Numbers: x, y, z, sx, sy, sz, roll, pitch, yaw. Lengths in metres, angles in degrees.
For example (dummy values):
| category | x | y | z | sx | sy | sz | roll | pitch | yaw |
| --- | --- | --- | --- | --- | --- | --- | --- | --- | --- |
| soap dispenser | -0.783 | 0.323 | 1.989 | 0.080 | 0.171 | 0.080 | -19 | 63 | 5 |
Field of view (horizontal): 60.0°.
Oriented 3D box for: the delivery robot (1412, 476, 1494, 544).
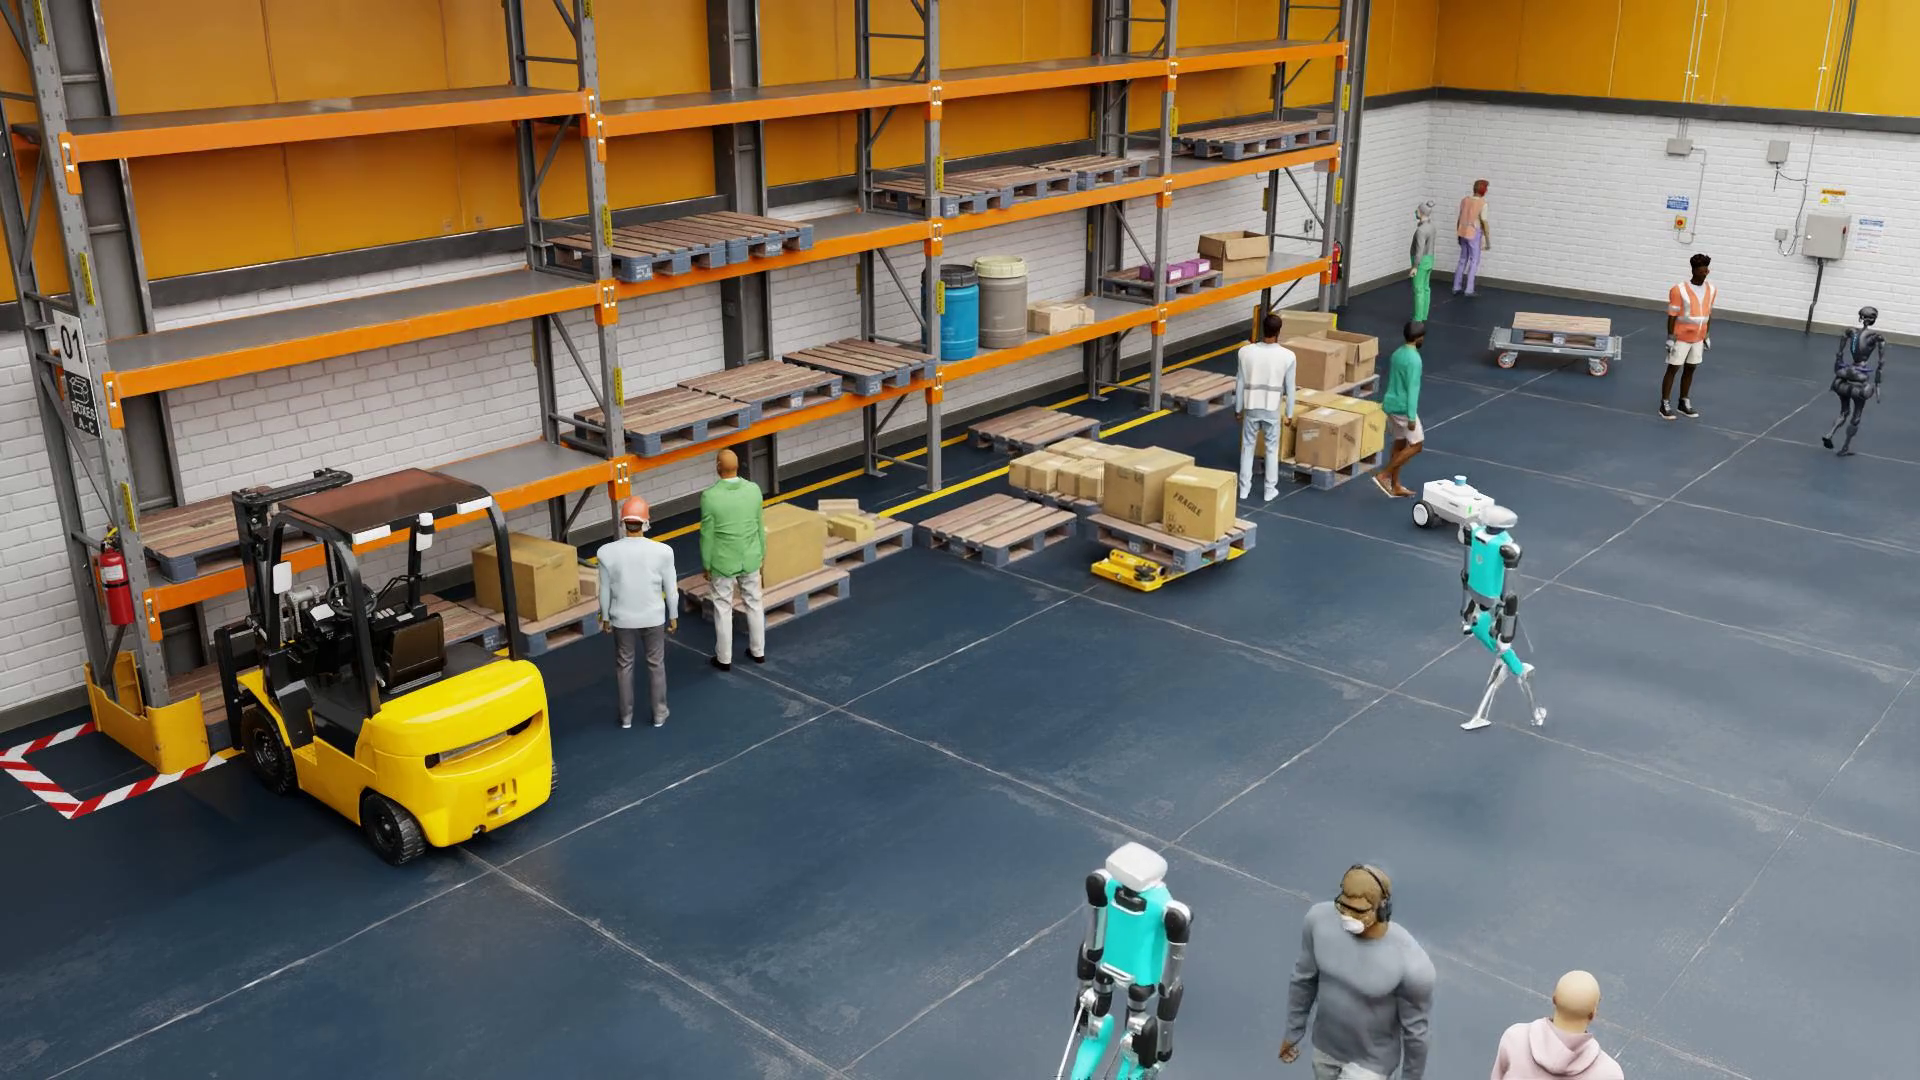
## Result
| category | x | y | z | sx | sy | sz | roll | pitch | yaw |
| --- | --- | --- | --- | --- | --- | --- | --- | --- | --- |
| delivery robot | 4.779 | -0.318 | 16.022 | 0.499 | 0.609 | 0.813 | -9 | 22 | -24 |

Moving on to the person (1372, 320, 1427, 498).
| category | x | y | z | sx | sy | sz | roll | pitch | yaw |
| --- | --- | --- | --- | --- | --- | --- | --- | --- | --- |
| person | 4.474 | -1.301 | 16.828 | 0.476 | 1.823 | 0.564 | -3 | 21 | -9 |

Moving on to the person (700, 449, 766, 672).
| category | x | y | z | sx | sy | sz | roll | pitch | yaw |
| --- | --- | --- | --- | --- | --- | --- | --- | --- | --- |
| person | -1.758 | 0.156 | 12.956 | 0.545 | 1.777 | 0.385 | -12 | 23 | -29 |

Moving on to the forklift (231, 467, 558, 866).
| category | x | y | z | sx | sy | sz | roll | pitch | yaw |
| --- | --- | --- | --- | --- | --- | --- | --- | --- | --- |
| forklift | -3.730 | 0.710 | 10.856 | 2.313 | 2.155 | 1.214 | 17 | 26 | 38 |

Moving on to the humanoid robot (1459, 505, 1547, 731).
| category | x | y | z | sx | sy | sz | roll | pitch | yaw |
| --- | --- | --- | --- | --- | --- | --- | --- | --- | --- |
| humanoid robot | 3.981 | 0.596 | 11.917 | 0.870 | 1.842 | 0.553 | -8 | 22 | -21 |

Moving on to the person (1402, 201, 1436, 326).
| category | x | y | z | sx | sy | sz | roll | pitch | yaw |
| --- | --- | --- | --- | --- | --- | --- | --- | --- | --- |
| person | 6.692 | -4.008 | 24.150 | 0.345 | 1.836 | 0.511 | 14 | 25 | 33 |

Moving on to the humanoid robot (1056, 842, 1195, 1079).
| category | x | y | z | sx | sy | sz | roll | pitch | yaw |
| --- | --- | --- | --- | --- | --- | --- | --- | --- | --- |
| humanoid robot | 0.616 | 2.265 | 7.332 | 0.544 | 1.827 | 0.754 | 17 | 26 | 38 |

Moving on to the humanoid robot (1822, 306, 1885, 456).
| category | x | y | z | sx | sy | sz | roll | pitch | yaw |
| --- | --- | --- | --- | --- | --- | --- | --- | --- | --- |
| humanoid robot | 9.784 | -1.740 | 18.217 | 0.391 | 1.648 | 0.603 | -10 | 22 | -24 |

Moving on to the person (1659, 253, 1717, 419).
| category | x | y | z | sx | sy | sz | roll | pitch | yaw |
| --- | --- | --- | --- | --- | --- | --- | --- | --- | --- |
| person | 8.599 | -2.406 | 19.623 | 0.607 | 1.965 | 0.366 | -6 | 21 | -15 |

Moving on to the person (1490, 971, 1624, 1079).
| category | x | y | z | sx | sy | sz | roll | pitch | yaw |
| --- | --- | --- | --- | --- | --- | --- | --- | --- | --- |
| person | 2.323 | 2.500 | 6.606 | 0.537 | 1.775 | 0.409 | 13 | 24 | 32 |

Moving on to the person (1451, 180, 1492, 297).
| category | x | y | z | sx | sy | sz | roll | pitch | yaw |
| --- | --- | --- | --- | --- | --- | --- | --- | --- | --- |
| person | 8.035 | -4.727 | 26.135 | 0.413 | 1.833 | 0.581 | -9 | 22 | -23 |

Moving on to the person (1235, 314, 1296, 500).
| category | x | y | z | sx | sy | sz | roll | pitch | yaw |
| --- | --- | --- | --- | --- | --- | --- | --- | --- | --- |
| person | 3.069 | -1.326 | 16.787 | 0.598 | 1.908 | 0.408 | 6 | 21 | 15 |

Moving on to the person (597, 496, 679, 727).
| category | x | y | z | sx | sy | sz | roll | pitch | yaw |
| --- | --- | --- | --- | --- | --- | --- | --- | --- | --- |
| person | -2.315 | 0.523 | 12.011 | 0.571 | 1.738 | 0.349 | -3 | 20 | -9 |

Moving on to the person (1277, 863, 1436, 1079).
| category | x | y | z | sx | sy | sz | roll | pitch | yaw |
| --- | --- | --- | --- | --- | --- | --- | --- | --- | --- |
| person | 1.751 | 2.204 | 7.251 | 0.984 | 1.900 | 0.637 | -16 | 25 | -36 |

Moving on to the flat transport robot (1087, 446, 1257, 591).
| category | x | y | z | sx | sy | sz | roll | pitch | yaw |
| --- | --- | --- | --- | --- | --- | --- | --- | --- | --- |
| flat transport robot | 1.920 | 0.128 | 15.205 | 1.431 | 0.231 | 0.659 | -18 | 27 | -40 |
